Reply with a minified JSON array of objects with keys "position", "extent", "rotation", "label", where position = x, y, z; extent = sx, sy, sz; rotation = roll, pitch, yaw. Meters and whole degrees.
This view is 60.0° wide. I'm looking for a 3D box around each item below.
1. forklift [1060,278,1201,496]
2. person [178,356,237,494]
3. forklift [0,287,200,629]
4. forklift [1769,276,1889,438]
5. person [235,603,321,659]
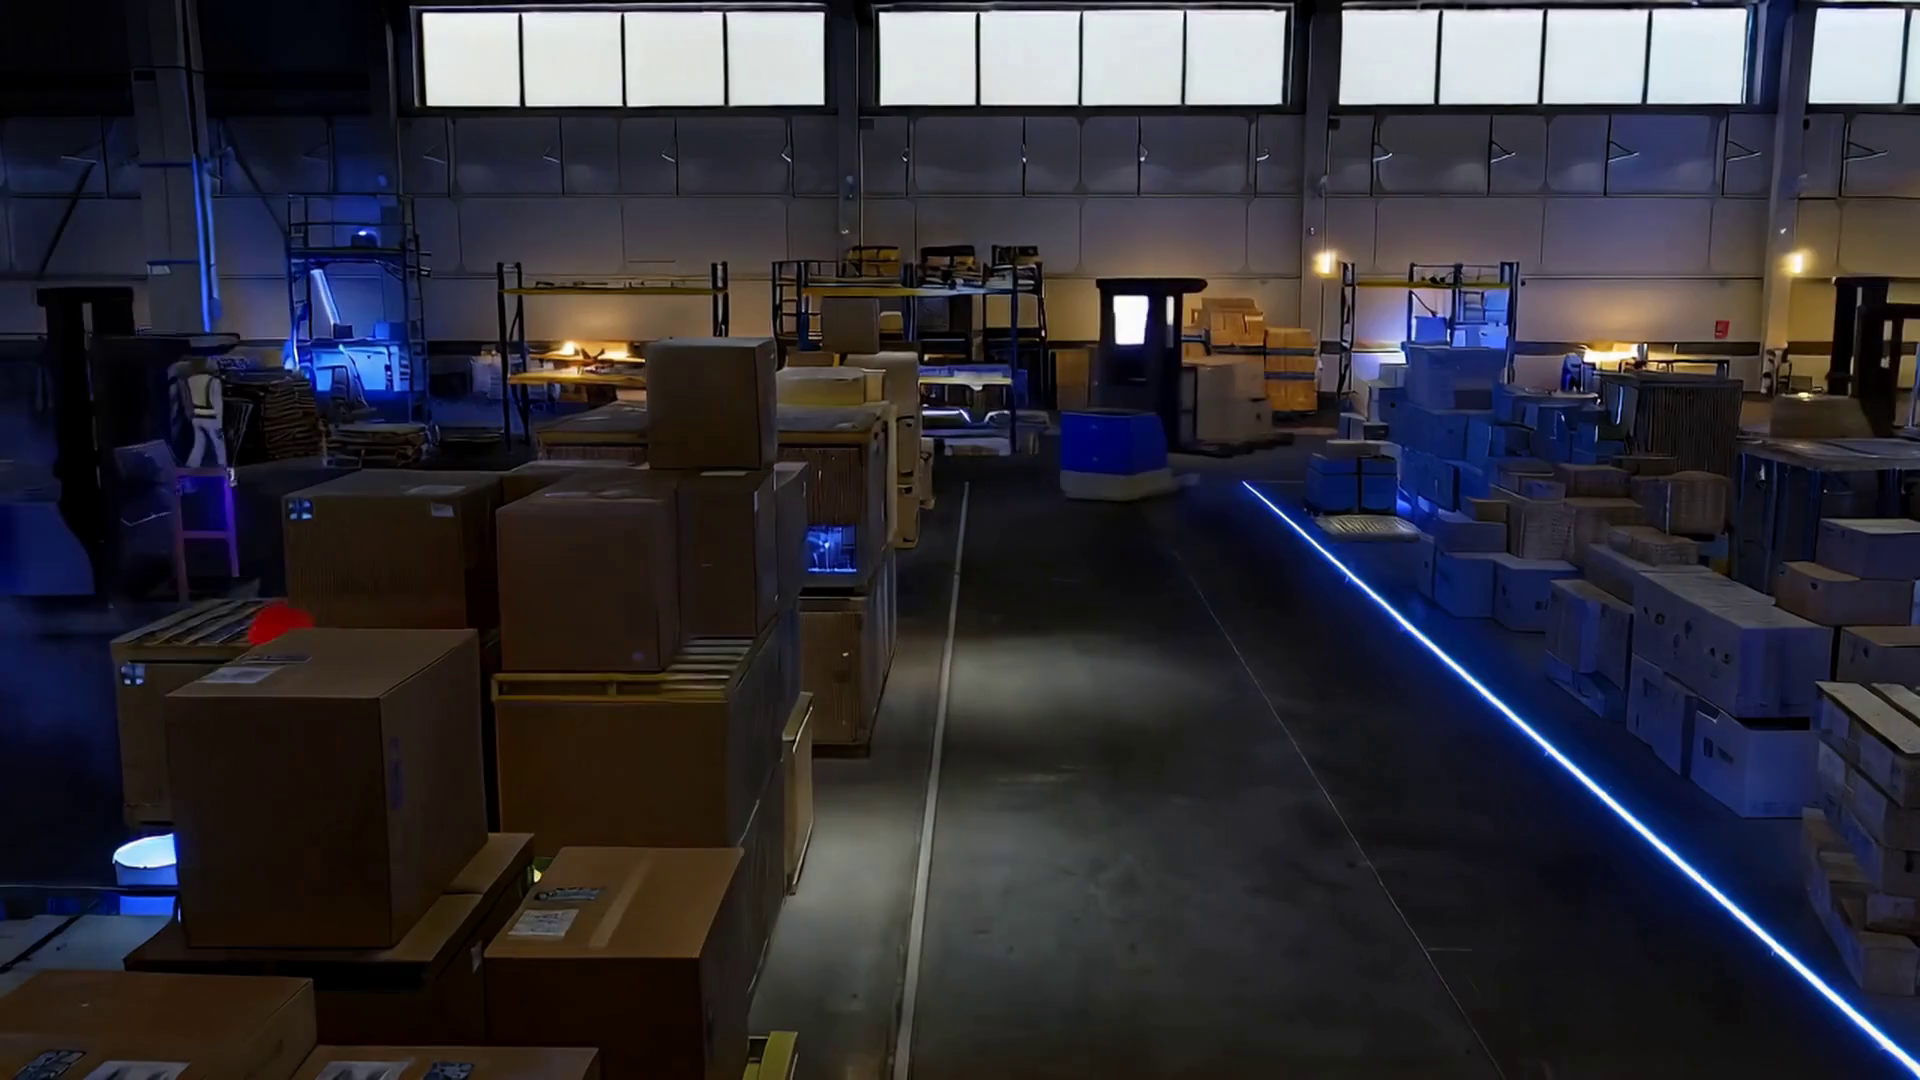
[{"position":[2.268,-2.074,22.058],"extent":[1.129,2.768,1.873],"rotation":[7,12,38],"label":"forklift"},{"position":[-9.970,-1.535,21.910],"extent":[0.584,1.858,0.860],"rotation":[3,10,18],"label":"person"},{"position":[-7.212,-0.718,13.939],"extent":[1.873,2.768,1.129],"rotation":[0,9,0],"label":"forklift"},{"position":[12.979,-2.429,24.185],"extent":[1.873,2.768,1.129],"rotation":[0,9,1],"label":"forklift"},{"position":[-2.285,1.148,5.719],"extent":[0.985,1.883,0.583],"rotation":[1,10,6],"label":"person"}]
